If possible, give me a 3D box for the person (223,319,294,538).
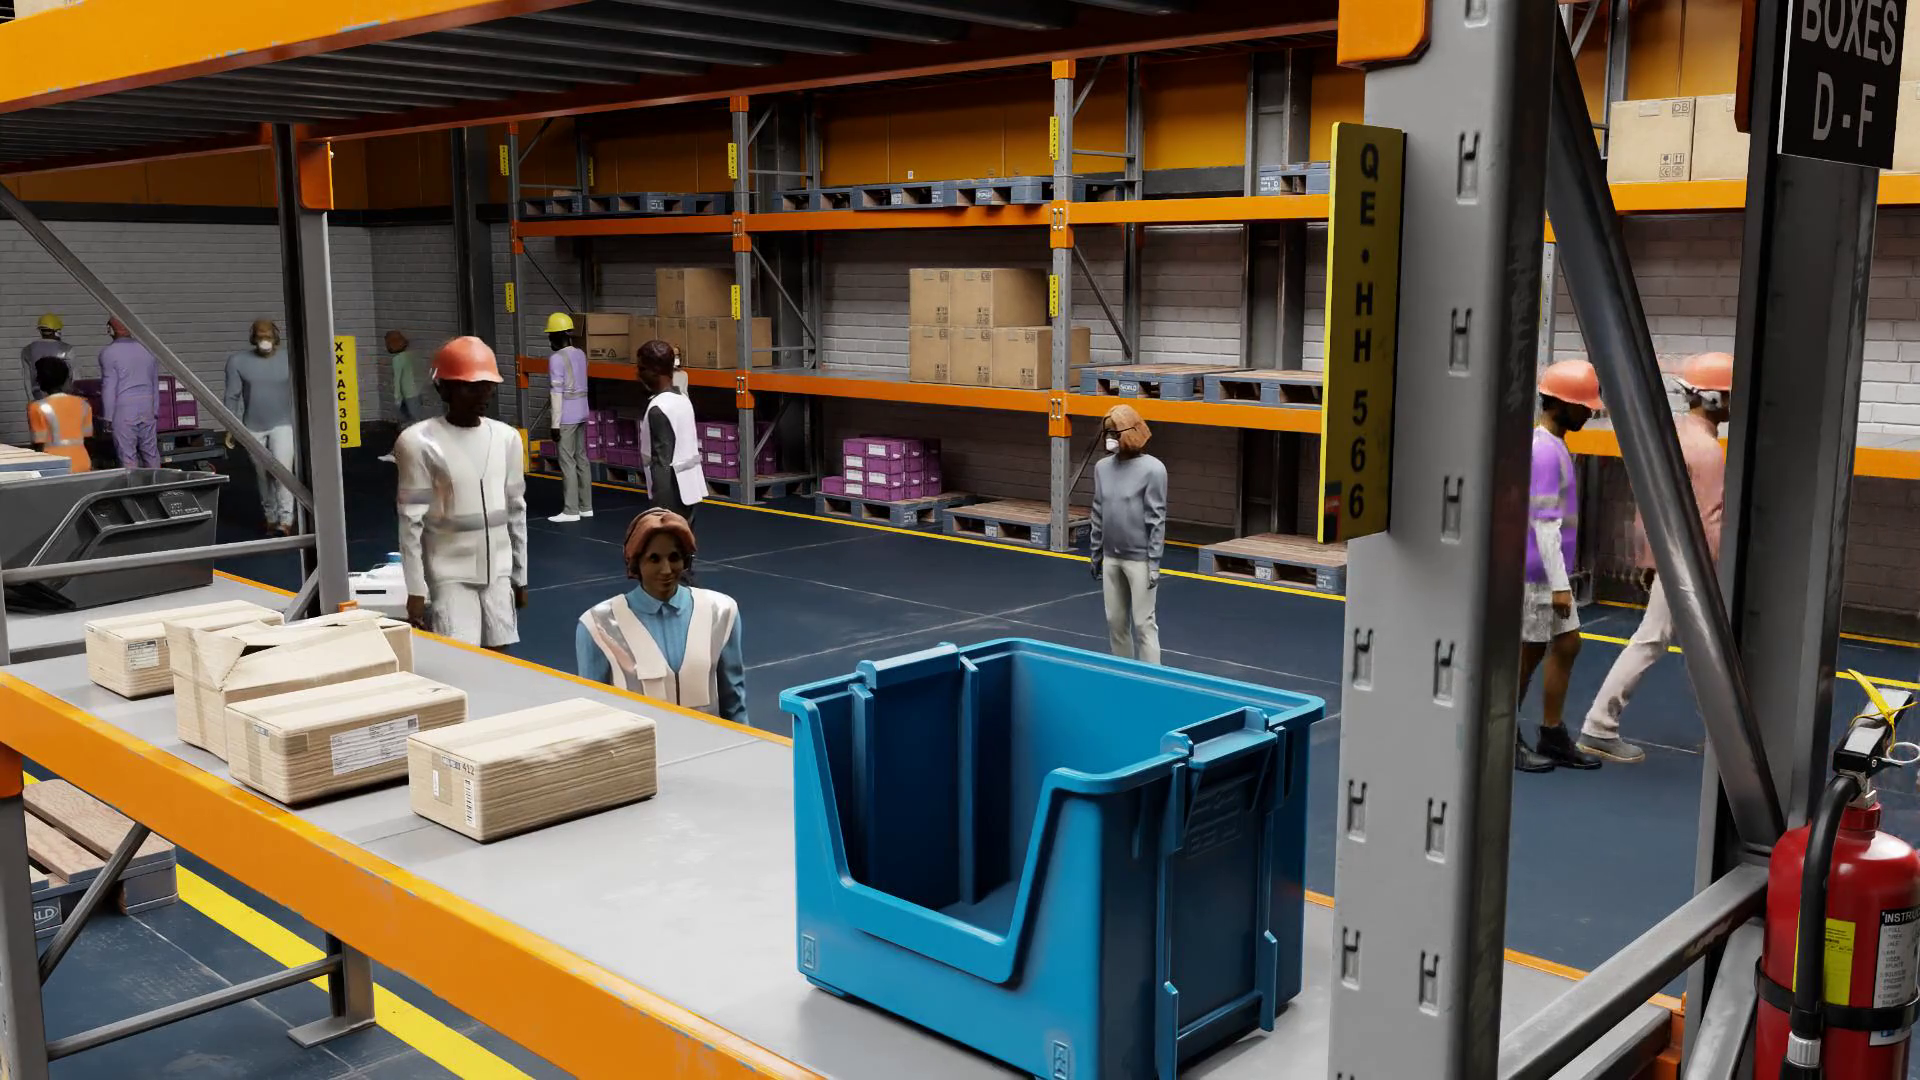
[{"bbox_3d":[-5.904,-0.926,14.165,0.654,1.880,1.031,-2,10,-14],"label":"person"}]

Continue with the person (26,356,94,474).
[{"bbox_3d":[-6.515,-0.505,12.191,0.543,1.688,0.540,3,10,17],"label":"person"}]

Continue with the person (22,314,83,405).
[{"bbox_3d":[-9.951,-1.568,18.309,0.622,1.822,0.417,0,9,0],"label":"person"}]

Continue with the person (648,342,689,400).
[{"bbox_3d":[-2.773,-1.076,15.891,0.284,1.625,0.492,7,11,35],"label":"person"}]

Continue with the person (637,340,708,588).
[{"bbox_3d":[-1.680,-0.205,9.700,0.403,1.907,0.598,0,9,2],"label":"person"}]

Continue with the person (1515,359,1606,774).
[{"bbox_3d":[2.711,0.133,7.588,0.507,1.914,0.589,4,10,25],"label":"person"}]

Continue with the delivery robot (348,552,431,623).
[{"bbox_3d":[-3.486,0.318,10.321,0.707,0.478,0.477,-1,9,-4],"label":"delivery robot"}]

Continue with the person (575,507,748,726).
[{"bbox_3d":[-0.870,0.713,4.890,0.511,1.635,0.311,-5,10,-28],"label":"person"}]

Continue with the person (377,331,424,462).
[{"bbox_3d":[-6.587,-1.677,19.661,0.786,1.578,0.503,-1,9,-6],"label":"person"}]

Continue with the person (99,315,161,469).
[{"bbox_3d":[-7.929,-1.210,15.859,0.404,1.903,0.636,4,10,22],"label":"person"}]

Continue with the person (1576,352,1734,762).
[{"bbox_3d":[3.409,0.100,7.717,1.056,1.934,0.657,2,9,10],"label":"person"}]

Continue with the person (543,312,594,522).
[{"bbox_3d":[-3.617,-1.124,15.287,0.397,1.918,0.588,2,10,14],"label":"person"}]

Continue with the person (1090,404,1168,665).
[{"bbox_3d":[0.856,0.110,8.618,0.299,1.622,0.503,-8,12,-40],"label":"person"}]

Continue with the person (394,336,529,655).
[{"bbox_3d":[-2.143,0.134,7.210,0.557,2.032,0.627,8,12,39],"label":"person"}]
